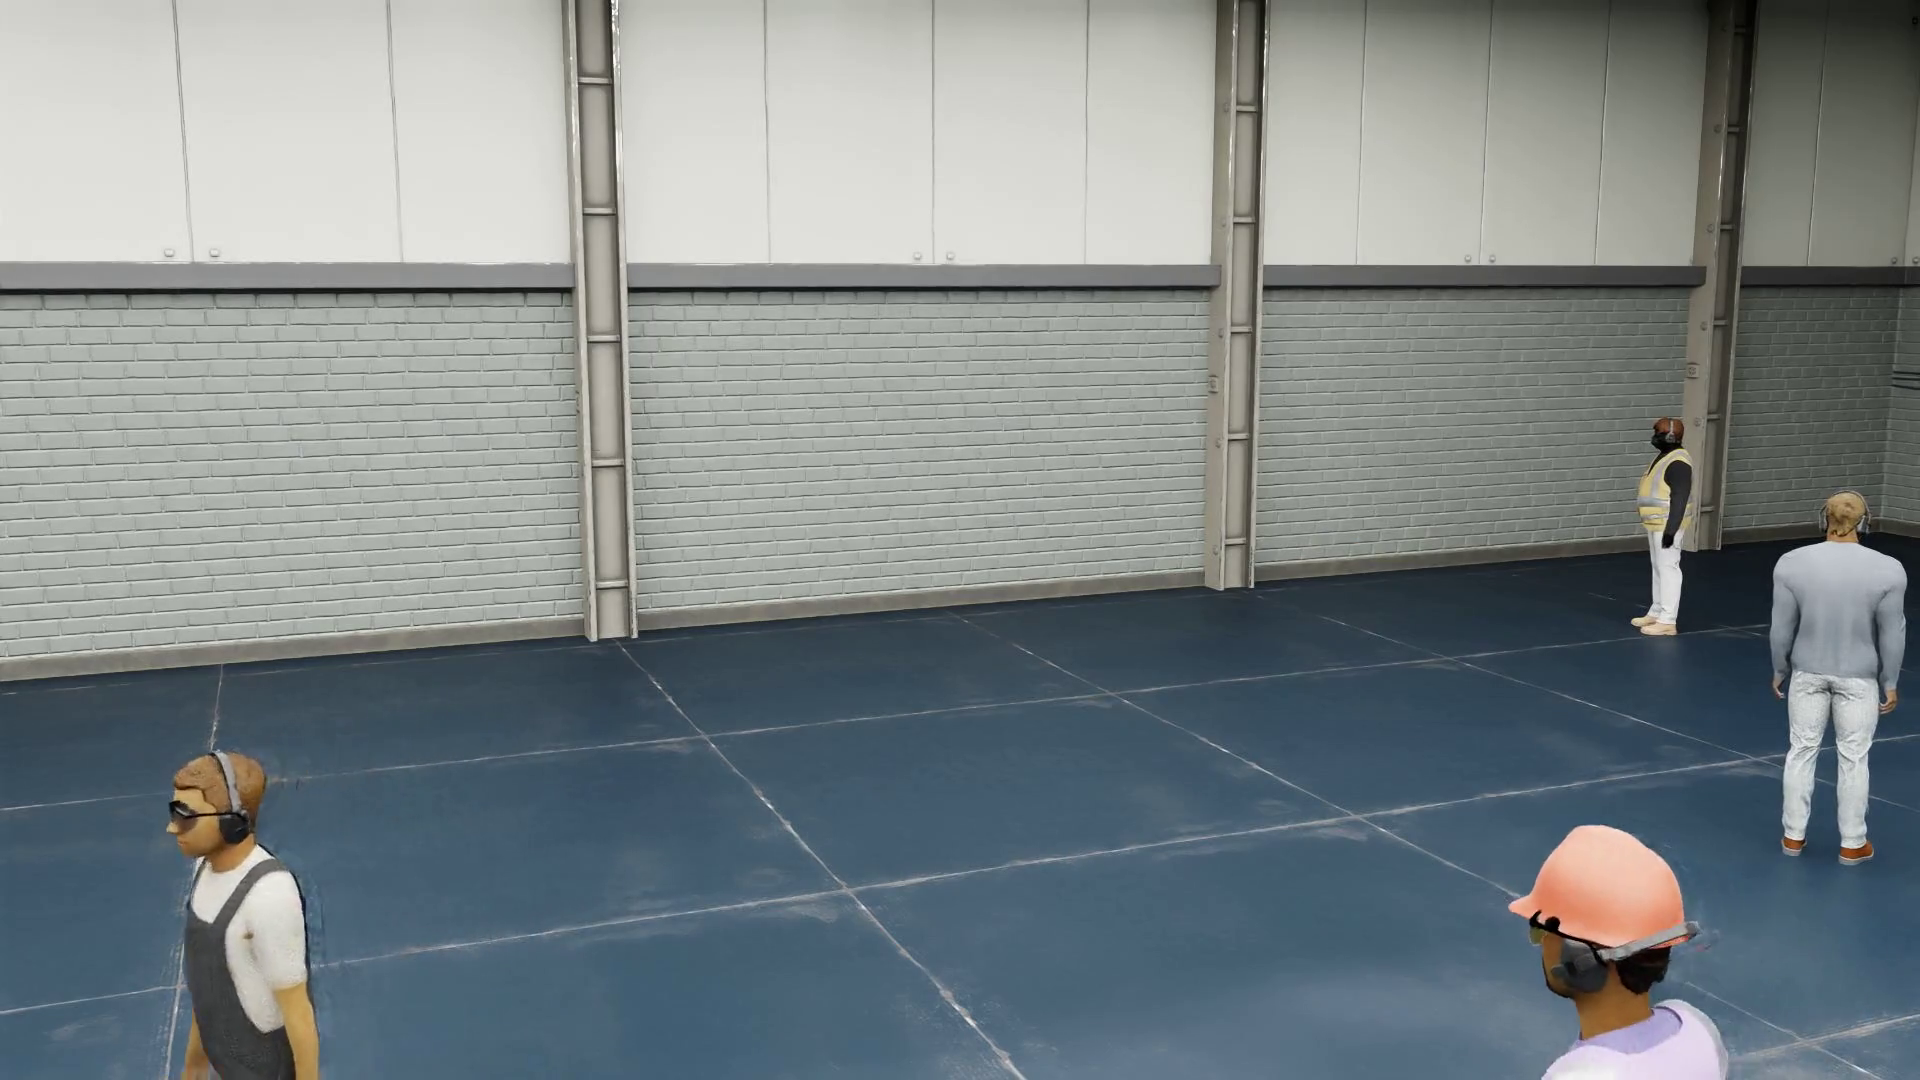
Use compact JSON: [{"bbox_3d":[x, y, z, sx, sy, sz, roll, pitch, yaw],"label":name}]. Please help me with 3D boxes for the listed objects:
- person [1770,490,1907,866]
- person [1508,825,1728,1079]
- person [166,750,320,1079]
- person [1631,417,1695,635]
[{"bbox_3d":[4.517,0.709,8.602,0.627,1.934,0.370,7,11,37],"label":"person"},{"bbox_3d":[1.173,1.530,3.174,0.610,2.029,0.424,-7,11,-36],"label":"person"},{"bbox_3d":[-1.889,1.425,4.553,0.987,1.802,0.520,-7,12,-39],"label":"person"},{"bbox_3d":[5.954,-0.119,14.086,0.430,1.845,0.619,2,9,12],"label":"person"}]
